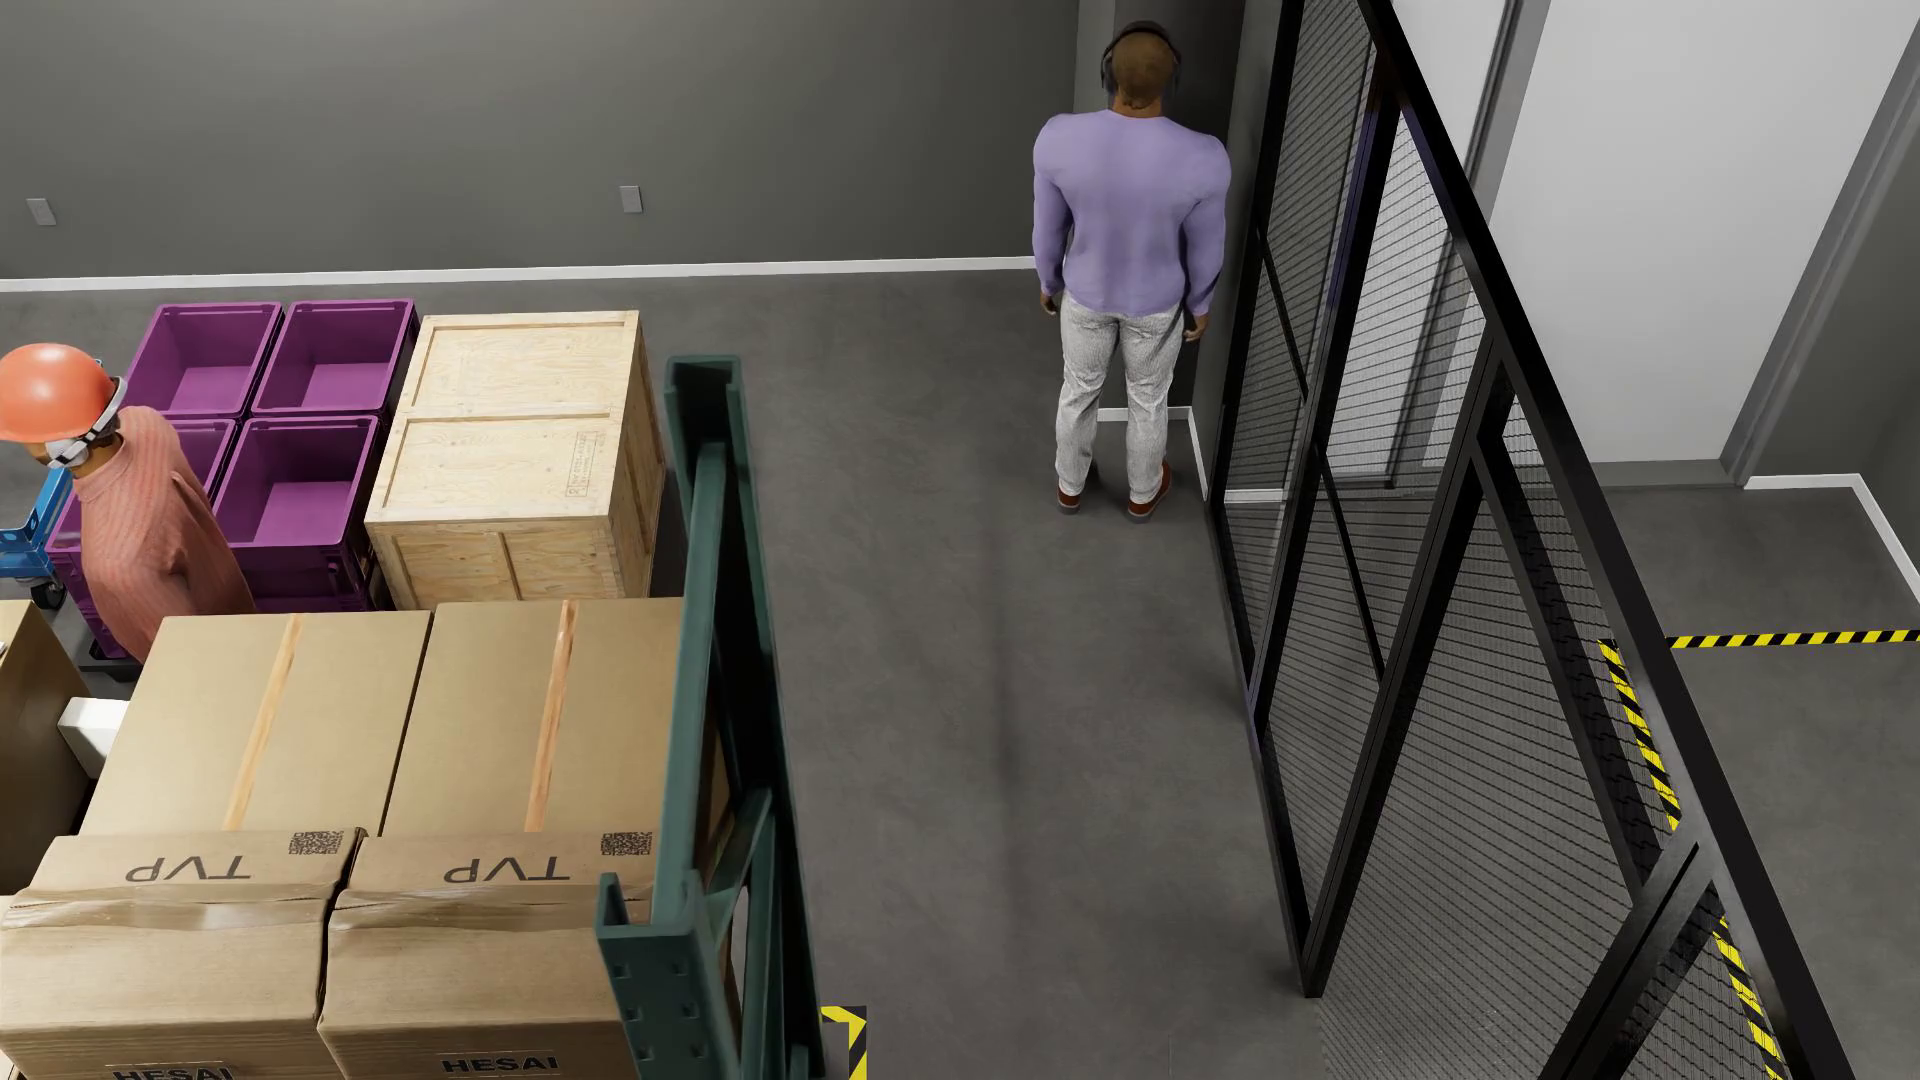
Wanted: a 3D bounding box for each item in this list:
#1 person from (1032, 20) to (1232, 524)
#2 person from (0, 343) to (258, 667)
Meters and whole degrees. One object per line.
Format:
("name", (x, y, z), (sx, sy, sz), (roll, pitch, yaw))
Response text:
("person", (0.545, -0.831, 5.552), (0.630, 1.939, 0.372), (10, 47, 9))
("person", (-2.069, 0.266, 4.464), (0.397, 1.992, 0.622), (-12, 48, -11))
